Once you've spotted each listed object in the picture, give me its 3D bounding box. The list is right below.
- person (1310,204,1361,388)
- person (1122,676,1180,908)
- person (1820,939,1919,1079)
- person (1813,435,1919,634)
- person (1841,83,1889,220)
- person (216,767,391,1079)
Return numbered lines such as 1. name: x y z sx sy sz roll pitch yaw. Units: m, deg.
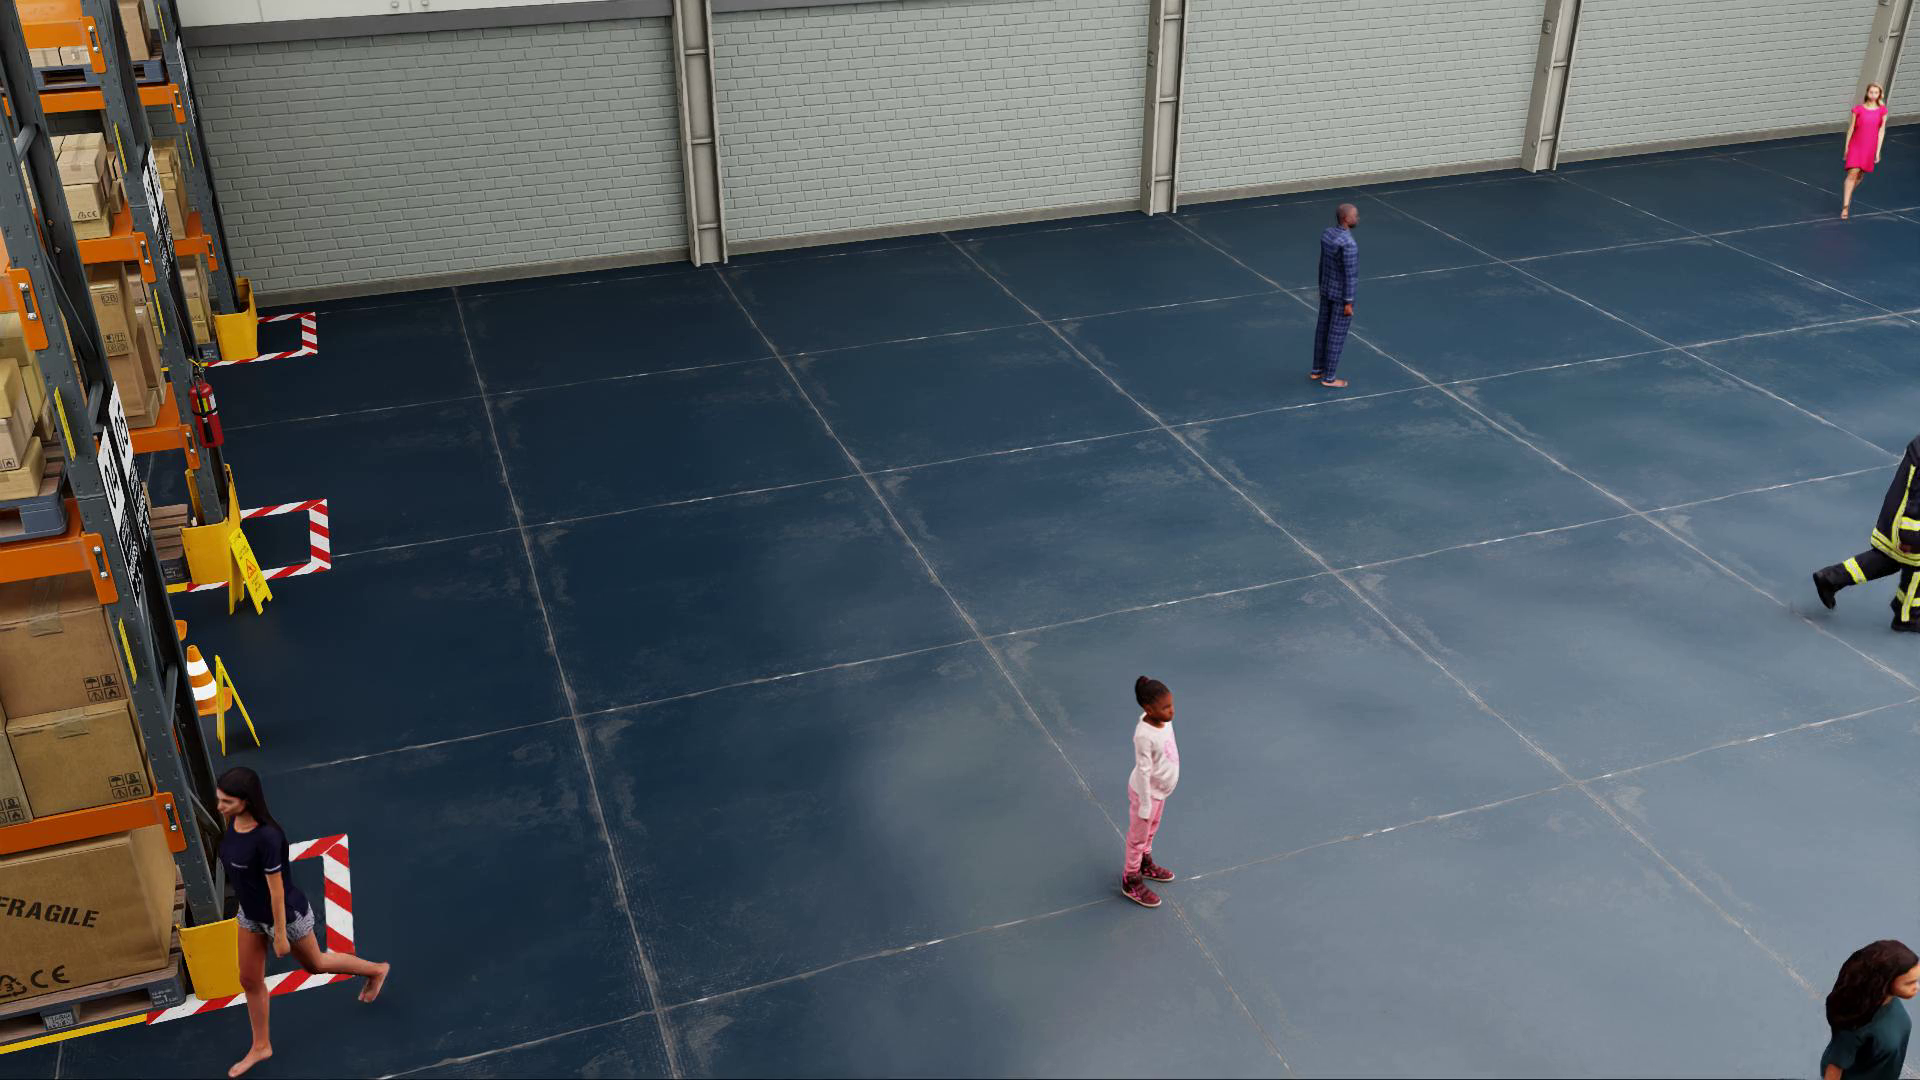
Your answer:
1. person: 3.707 -2.420 16.363 0.570 1.824 0.658 -10 30 -18
2. person: 1.088 1.415 9.570 0.685 1.441 0.623 13 31 23
3. person: 3.959 2.411 7.543 0.960 1.587 1.080 23 36 36
4. person: 6.867 -0.159 12.148 1.279 1.795 1.153 8 29 15
5. person: 11.602 -5.024 21.397 1.046 1.689 1.030 8 29 14
6. person: -3.384 1.856 8.438 0.940 1.727 1.213 23 36 36
